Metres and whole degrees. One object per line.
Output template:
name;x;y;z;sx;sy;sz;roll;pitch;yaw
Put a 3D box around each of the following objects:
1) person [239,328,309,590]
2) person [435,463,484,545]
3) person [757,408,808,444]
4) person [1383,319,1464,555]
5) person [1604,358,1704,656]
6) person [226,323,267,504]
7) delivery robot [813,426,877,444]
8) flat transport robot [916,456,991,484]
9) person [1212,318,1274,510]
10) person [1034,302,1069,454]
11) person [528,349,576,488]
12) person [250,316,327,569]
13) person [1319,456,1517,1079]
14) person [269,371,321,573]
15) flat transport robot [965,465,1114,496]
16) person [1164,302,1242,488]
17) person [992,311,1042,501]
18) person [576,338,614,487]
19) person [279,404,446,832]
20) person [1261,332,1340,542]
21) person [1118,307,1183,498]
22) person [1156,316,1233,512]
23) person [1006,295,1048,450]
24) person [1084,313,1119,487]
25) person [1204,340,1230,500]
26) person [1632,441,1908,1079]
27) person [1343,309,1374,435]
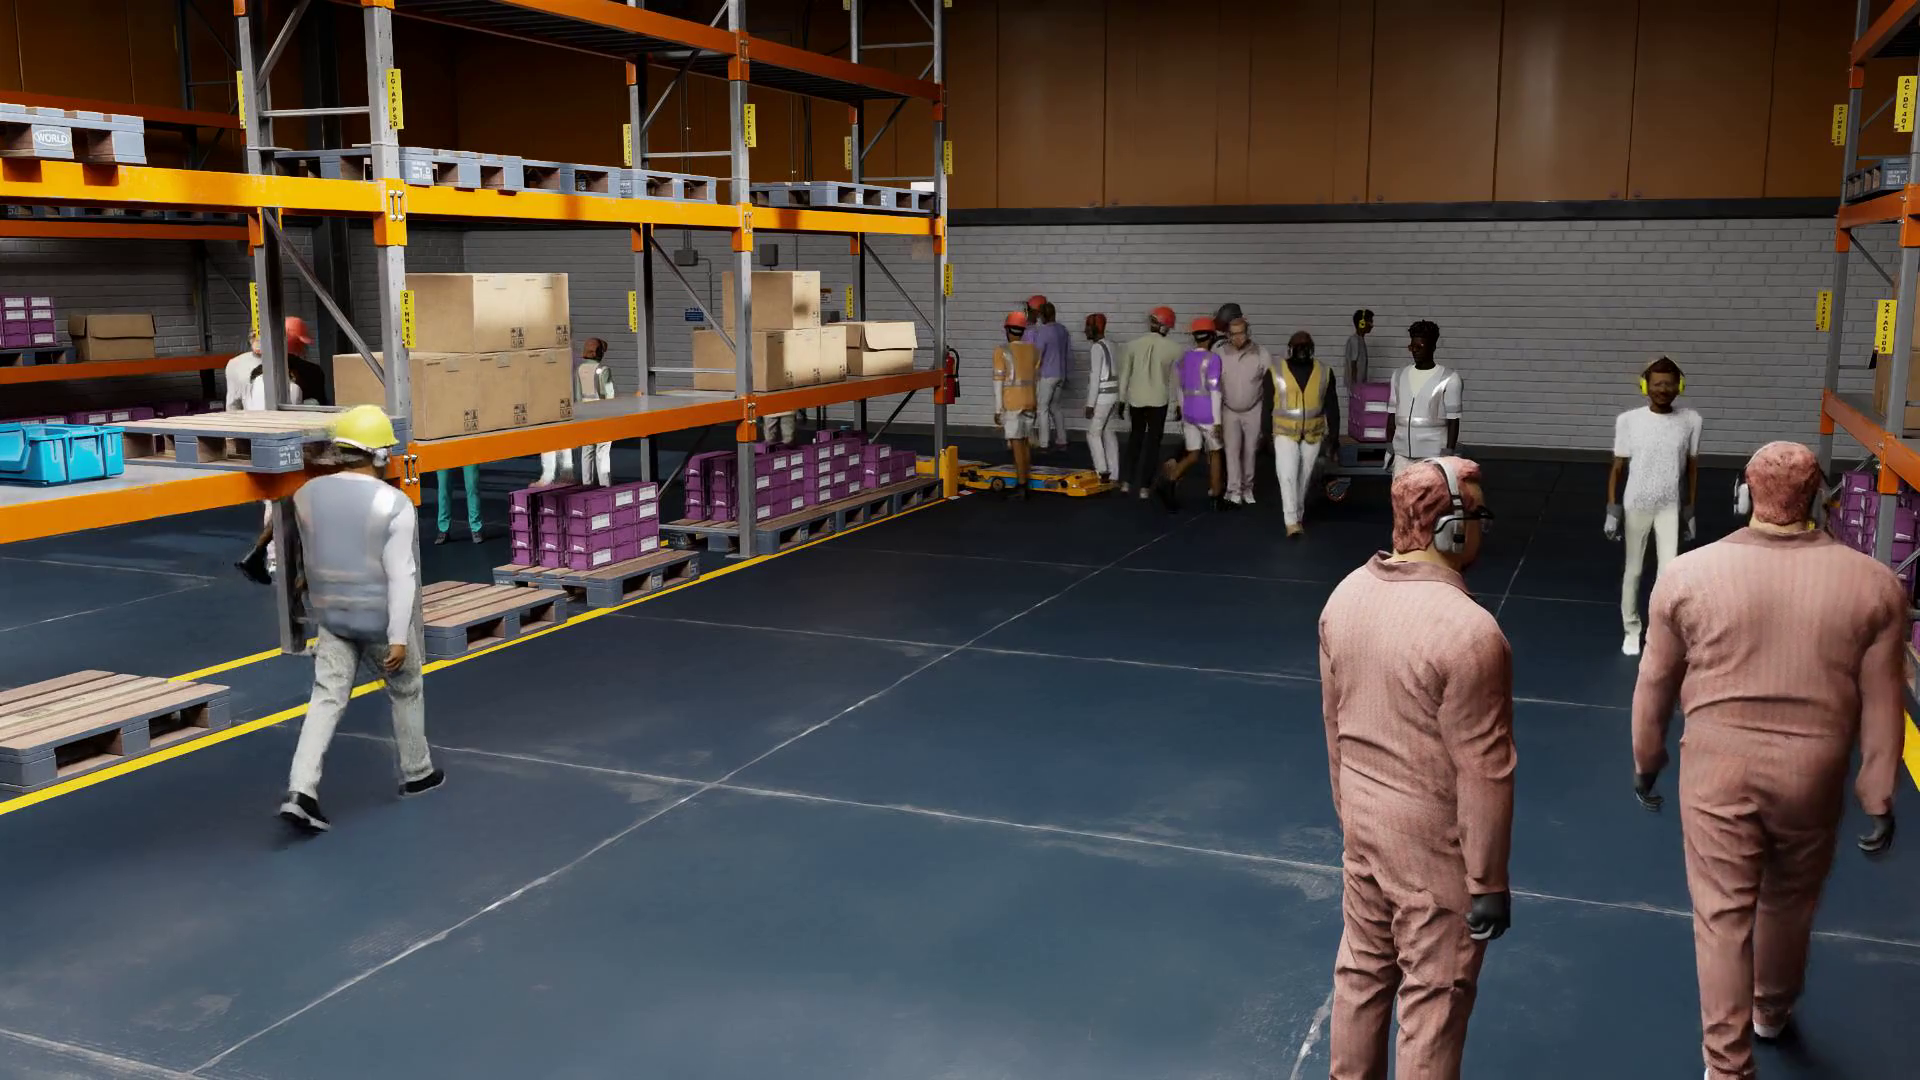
person;-4.893;-0.560;11.992;0.569;1.921;0.517;7;12;38
person;-4.278;-0.837;14.144;0.524;1.769;0.308;-2;10;-11
person;-1.872;-1.323;17.518;0.534;1.622;0.567;1;9;4
person;3.481;-0.681;12.594;0.603;1.966;0.368;9;13;42
person;4.097;-0.152;9.825;0.534;1.824;0.926;3;10;17
person;-5.917;-0.935;14.263;0.647;1.921;0.776;-1;9;-8
delivery robot;-1.303;-1.044;18.776;0.707;0.478;0.477;4;10;25
flat transport robot;-0.366;-0.779;18.314;1.431;0.197;0.652;9;13;42
person;2.776;-1.231;16.261;0.748;1.851;0.952;1;9;9
person;1.116;-2.037;21.000;0.463;1.909;0.649;6;11;32
person;-4.322;-1.412;17.435;0.637;1.821;0.654;-5;11;-28
person;-5.186;-0.743;12.943;0.417;1.982;0.615;7;12;36
person;1.163;0.742;4.156;0.408;1.909;0.642;-4;10;-21
person;-5.192;-0.566;12.902;0.499;1.634;0.279;-4;10;-22
flat transport robot;0.831;-0.639;17.467;1.431;0.197;0.652;6;11;30
person;2.643;-1.532;17.528;0.908;2.000;0.686;-5;11;-28
person;0.574;-1.358;16.907;0.546;1.901;0.611;-6;11;-33
person;-3.698;-1.234;16.935;0.510;1.639;0.308;7;12;36
person;-2.580;0.319;7.081;0.581;1.790;0.921;2;10;12
person;2.950;-0.890;14.363;0.647;1.790;0.947;0;9;-1
person;1.978;-1.415;17.088;0.641;1.947;0.574;4;10;21
person;2.258;-1.188;15.931;0.782;1.899;0.597;-6;11;-33
person;0.921;-2.128;21.270;0.729;1.993;0.692;-1;9;-5
person;1.496;-1.462;17.677;0.407;1.863;0.586;3;10;18
person;2.697;-1.202;16.798;0.517;1.625;0.377;6;11;32
person;2.311;0.643;4.840;0.680;1.868;0.903;3;10;19
person;4.677;-1.767;19.501;0.348;1.860;0.536;3;10;18
